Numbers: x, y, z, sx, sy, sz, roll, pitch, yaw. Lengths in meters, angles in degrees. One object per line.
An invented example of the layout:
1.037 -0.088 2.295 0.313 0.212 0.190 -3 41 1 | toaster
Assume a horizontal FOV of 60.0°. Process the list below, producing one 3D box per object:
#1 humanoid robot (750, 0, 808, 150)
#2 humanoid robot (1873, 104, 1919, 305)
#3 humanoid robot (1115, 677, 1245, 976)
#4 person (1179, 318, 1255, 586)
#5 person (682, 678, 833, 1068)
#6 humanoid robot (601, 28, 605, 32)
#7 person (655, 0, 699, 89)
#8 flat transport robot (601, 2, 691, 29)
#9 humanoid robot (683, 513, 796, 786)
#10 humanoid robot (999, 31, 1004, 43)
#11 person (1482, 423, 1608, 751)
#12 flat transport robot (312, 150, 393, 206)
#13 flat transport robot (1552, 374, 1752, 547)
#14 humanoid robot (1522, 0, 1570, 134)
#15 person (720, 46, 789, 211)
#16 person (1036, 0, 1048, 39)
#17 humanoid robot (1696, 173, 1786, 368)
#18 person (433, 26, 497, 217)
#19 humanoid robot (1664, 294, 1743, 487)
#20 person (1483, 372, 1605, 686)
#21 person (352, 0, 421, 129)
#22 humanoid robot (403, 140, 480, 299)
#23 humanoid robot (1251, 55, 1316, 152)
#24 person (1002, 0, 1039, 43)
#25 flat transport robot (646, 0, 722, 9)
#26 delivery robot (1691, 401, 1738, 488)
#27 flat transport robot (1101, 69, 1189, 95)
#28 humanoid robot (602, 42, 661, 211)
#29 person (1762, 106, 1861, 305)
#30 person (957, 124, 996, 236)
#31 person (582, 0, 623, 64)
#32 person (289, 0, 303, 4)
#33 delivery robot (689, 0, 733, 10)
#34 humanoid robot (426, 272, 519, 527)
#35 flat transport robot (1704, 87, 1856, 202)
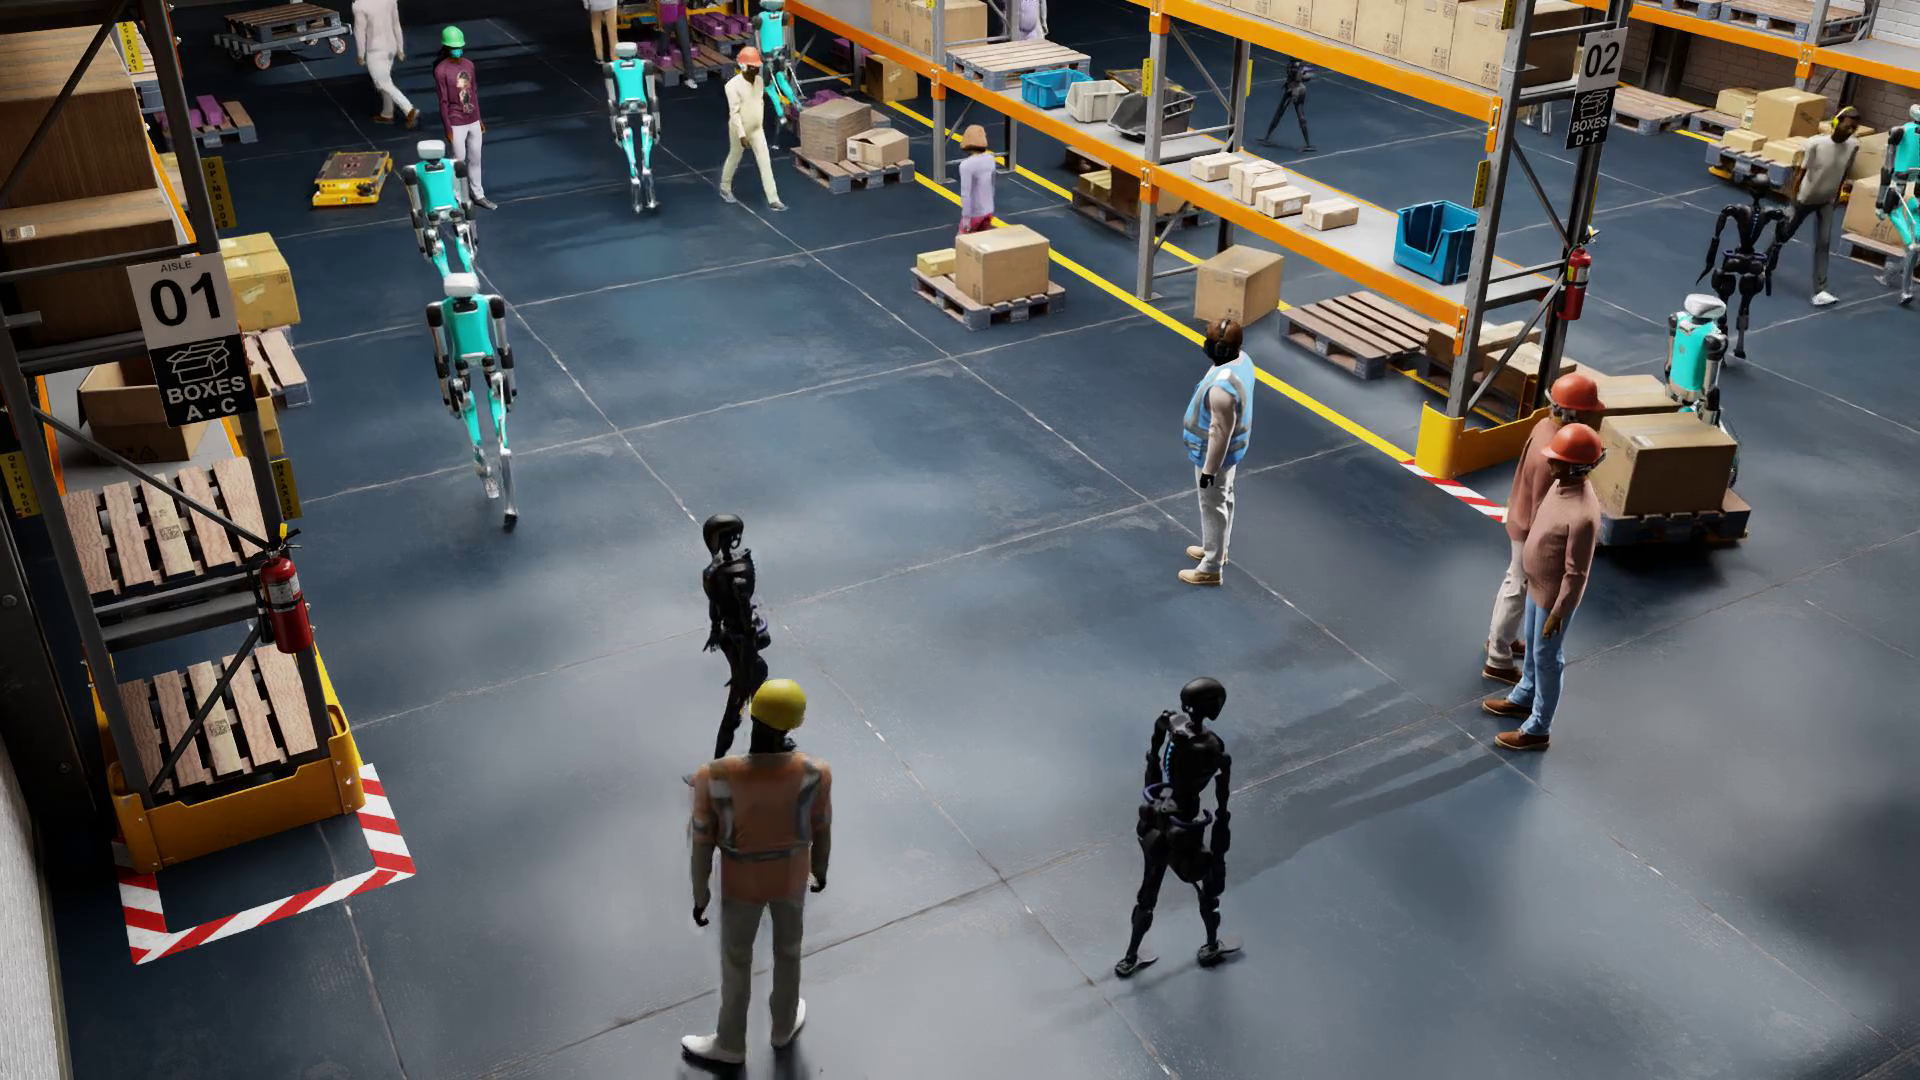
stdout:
-1.935 -5.304 19.201 0.922 1.786 0.563 23 37 34 | humanoid robot
8.789 -3.014 15.229 0.557 1.775 0.980 -2 30 -4 | humanoid robot
1.044 1.318 7.721 0.642 1.636 0.598 -18 34 -28 | humanoid robot
1.659 -0.574 10.831 0.429 1.841 0.634 9 31 16 | person
-0.909 1.468 7.239 0.749 1.881 0.441 -8 31 -13 | person
-5.242 -8.287 24.415 0.599 1.649 0.356 -12 32 -20 | humanoid robot
-3.824 -6.920 21.908 0.517 1.809 0.894 -18 34 -28 | person
-4.745 -7.998 25.333 1.431 0.231 0.659 -16 34 -26 | flat transport robot
-1.246 0.575 9.019 0.718 1.627 0.602 -13 32 -22 | humanoid robot
0.864 -7.754 23.510 0.548 1.642 0.611 10 31 16 | humanoid robot
3.268 0.262 9.223 0.376 1.995 0.608 3 30 5 | person
-6.712 -4.015 18.399 0.659 0.231 1.431 -5 30 -8 | flat transport robot
4.726 -0.188 11.738 1.431 0.231 0.659 -4 30 -6 | flat transport robot
7.053 -5.751 20.057 0.544 1.884 0.809 -1 30 -2 | humanoid robot
-2.250 -4.349 17.544 0.927 1.701 0.559 24 38 35 | person
0.860 -6.619 21.338 0.601 1.875 0.499 -13 32 -22 | person
6.516 -2.250 13.921 0.597 1.648 0.360 7 31 12 | humanoid robot
-5.187 -4.366 17.324 0.426 1.949 0.497 19 35 29 | person
5.134 -0.843 11.397 0.734 1.782 0.531 -6 30 -11 | humanoid robot
3.430 -0.070 9.816 0.409 1.986 0.618 9 31 15 | person
-6.928 -5.915 20.065 0.824 1.909 0.623 13 32 21 | person
-4.365 -2.484 14.307 0.535 1.774 1.017 -12 32 -21 | humanoid robot
3.833 -5.320 19.287 0.747 1.631 0.612 0 30 0 | humanoid robot
0.704 -6.455 21.049 0.877 1.862 0.668 26 39 37 | person
-4.176 -8.504 26.214 1.431 0.231 0.659 -10 31 -17 | flat transport robot
5.499 -0.755 12.418 0.499 0.575 0.754 5 30 8 | delivery robot
2.404 -5.871 21.630 0.659 0.231 1.431 -9 31 -16 | flat transport robot
-3.356 -4.179 17.208 0.559 1.774 0.819 -5 30 -9 | humanoid robot
7.889 -3.114 15.310 0.553 1.786 1.099 0 30 1 | person
0.161 -2.992 15.271 0.386 1.604 0.530 22 36 33 | person
-4.899 -7.360 22.757 0.589 1.713 0.720 -11 32 -18 | person
-9.862 -8.439 24.537 0.430 1.831 0.634 -12 32 -20 | person
-3.772 -8.405 25.747 0.785 0.587 0.499 -20 35 -31 | delivery robot
-3.314 -0.910 11.556 0.531 1.776 1.000 -10 31 -16 | humanoid robot
9.096 -4.002 18.377 0.659 0.231 1.431 -16 33 -25 | flat transport robot
